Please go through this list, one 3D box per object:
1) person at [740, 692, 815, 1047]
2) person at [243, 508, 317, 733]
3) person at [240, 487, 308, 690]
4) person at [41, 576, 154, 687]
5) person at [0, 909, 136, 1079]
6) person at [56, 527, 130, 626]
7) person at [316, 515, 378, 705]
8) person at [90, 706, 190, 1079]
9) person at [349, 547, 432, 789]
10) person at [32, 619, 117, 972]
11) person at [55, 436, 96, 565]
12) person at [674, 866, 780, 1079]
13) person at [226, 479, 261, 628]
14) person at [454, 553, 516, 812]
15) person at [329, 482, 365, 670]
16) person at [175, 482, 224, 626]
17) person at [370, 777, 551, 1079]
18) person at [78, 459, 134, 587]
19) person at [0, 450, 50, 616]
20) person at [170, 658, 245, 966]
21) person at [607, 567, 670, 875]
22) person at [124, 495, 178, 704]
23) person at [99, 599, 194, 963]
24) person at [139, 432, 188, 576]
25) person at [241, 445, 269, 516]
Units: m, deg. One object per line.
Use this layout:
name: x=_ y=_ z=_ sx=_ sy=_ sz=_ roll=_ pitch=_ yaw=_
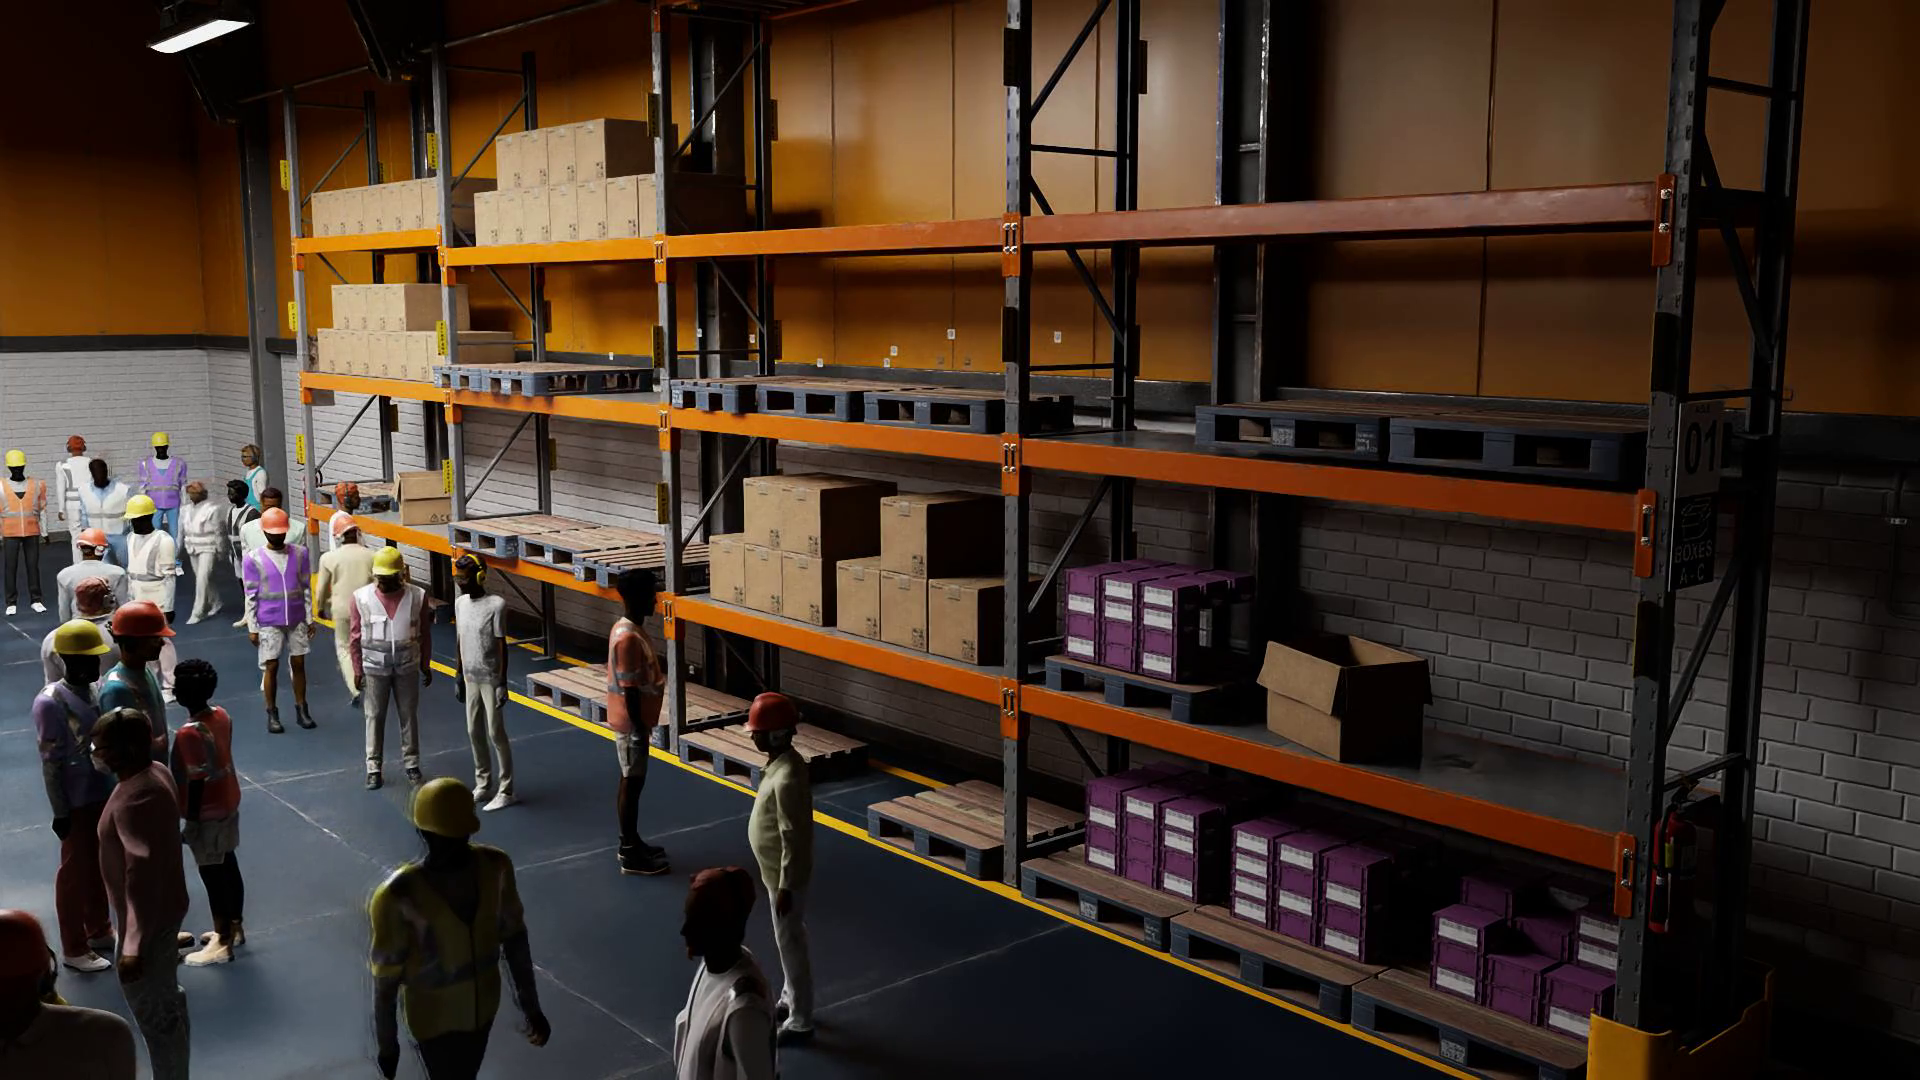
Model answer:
person: x=-0.895 y=1.605 z=8.187 sx=0.346 sy=1.746 sz=0.573 roll=-1 pitch=8 yaw=-9
person: x=-5.739 y=0.676 z=14.067 sx=0.548 sy=1.924 sz=0.387 roll=-7 pitch=11 yaw=-40
person: x=-6.439 y=0.449 z=15.670 sx=0.587 sy=1.913 sz=0.398 roll=-3 pitch=9 yaw=-19
person: x=-5.480 y=1.175 z=10.665 sx=0.637 sy=1.904 sz=0.403 roll=-3 pitch=9 yaw=-21
person: x=-2.631 y=1.990 z=4.714 sx=0.616 sy=1.986 sz=0.407 roll=-4 pitch=9 yaw=-24
person: x=-7.290 y=0.762 z=14.068 sx=0.564 sy=1.743 sz=0.347 roll=-1 pitch=8 yaw=-10
person: x=-5.500 y=0.628 z=15.070 sx=0.570 sy=1.722 sz=0.559 roll=-6 pitch=10 yaw=-37
person: x=-3.526 y=1.659 z=7.176 sx=0.372 sy=1.938 sz=0.630 roll=-3 pitch=9 yaw=-22
person: x=-4.271 y=0.948 z=12.504 sx=0.586 sy=1.825 sz=0.404 roll=-4 pitch=9 yaw=-24
person: x=-4.792 y=1.381 z=9.135 sx=0.366 sy=1.926 sz=0.594 roll=0 pitch=8 yaw=2
person: x=-11.584 y=-0.439 z=21.938 sx=0.584 sy=1.882 sz=0.337 roll=-7 pitch=11 yaw=-41
person: x=-0.748 y=1.953 z=5.310 sx=0.344 sy=1.882 sz=0.584 roll=-3 pitch=9 yaw=-19
person: x=-7.917 y=0.164 z=18.440 sx=0.537 sy=1.690 sz=0.322 roll=6 pitch=10 yaw=34
person: x=-3.444 y=1.015 z=11.952 sx=0.523 sy=1.856 sz=0.342 roll=5 pitch=9 yaw=30
person: x=-5.986 y=0.373 z=16.298 sx=0.358 sy=1.883 sz=0.572 roll=-5 pitch=10 yaw=-31
person: x=-8.679 y=0.124 z=19.011 sx=0.524 sy=1.599 sz=0.828 roll=2 pitch=9 yaw=16
person: x=-1.953 y=1.804 z=6.392 sx=0.978 sy=1.882 sz=0.589 roll=6 pitch=10 yaw=35
person: x=-10.074 y=-0.087 z=19.748 sx=0.616 sy=1.829 sz=1.150 roll=-2 pitch=8 yaw=-15
person: x=-10.941 y=-0.095 z=19.394 sx=0.589 sy=1.927 sz=0.386 roll=-6 pitch=10 yaw=-38
person: x=-4.155 y=1.489 z=9.181 sx=0.322 sy=1.696 sz=0.536 roll=-1 pitch=8 yaw=-6
person: x=-2.073 y=1.144 z=10.647 sx=0.367 sy=1.967 sz=0.600 roll=-2 pitch=8 yaw=-12
person: x=-7.318 y=0.538 z=15.041 sx=0.595 sy=1.915 sz=0.403 roll=5 pitch=9 yaw=30
person: x=-4.469 y=1.331 z=9.124 sx=0.407 sy=2.036 sz=0.606 roll=-2 pitch=8 yaw=-12
person: x=-10.521 y=-0.470 z=22.003 sx=0.585 sy=1.929 sz=0.370 roll=-4 pitch=9 yaw=-24
person: x=-8.933 y=-0.298 z=21.145 sx=0.341 sy=1.839 sz=0.501 roll=-6 pitch=10 yaw=-37
